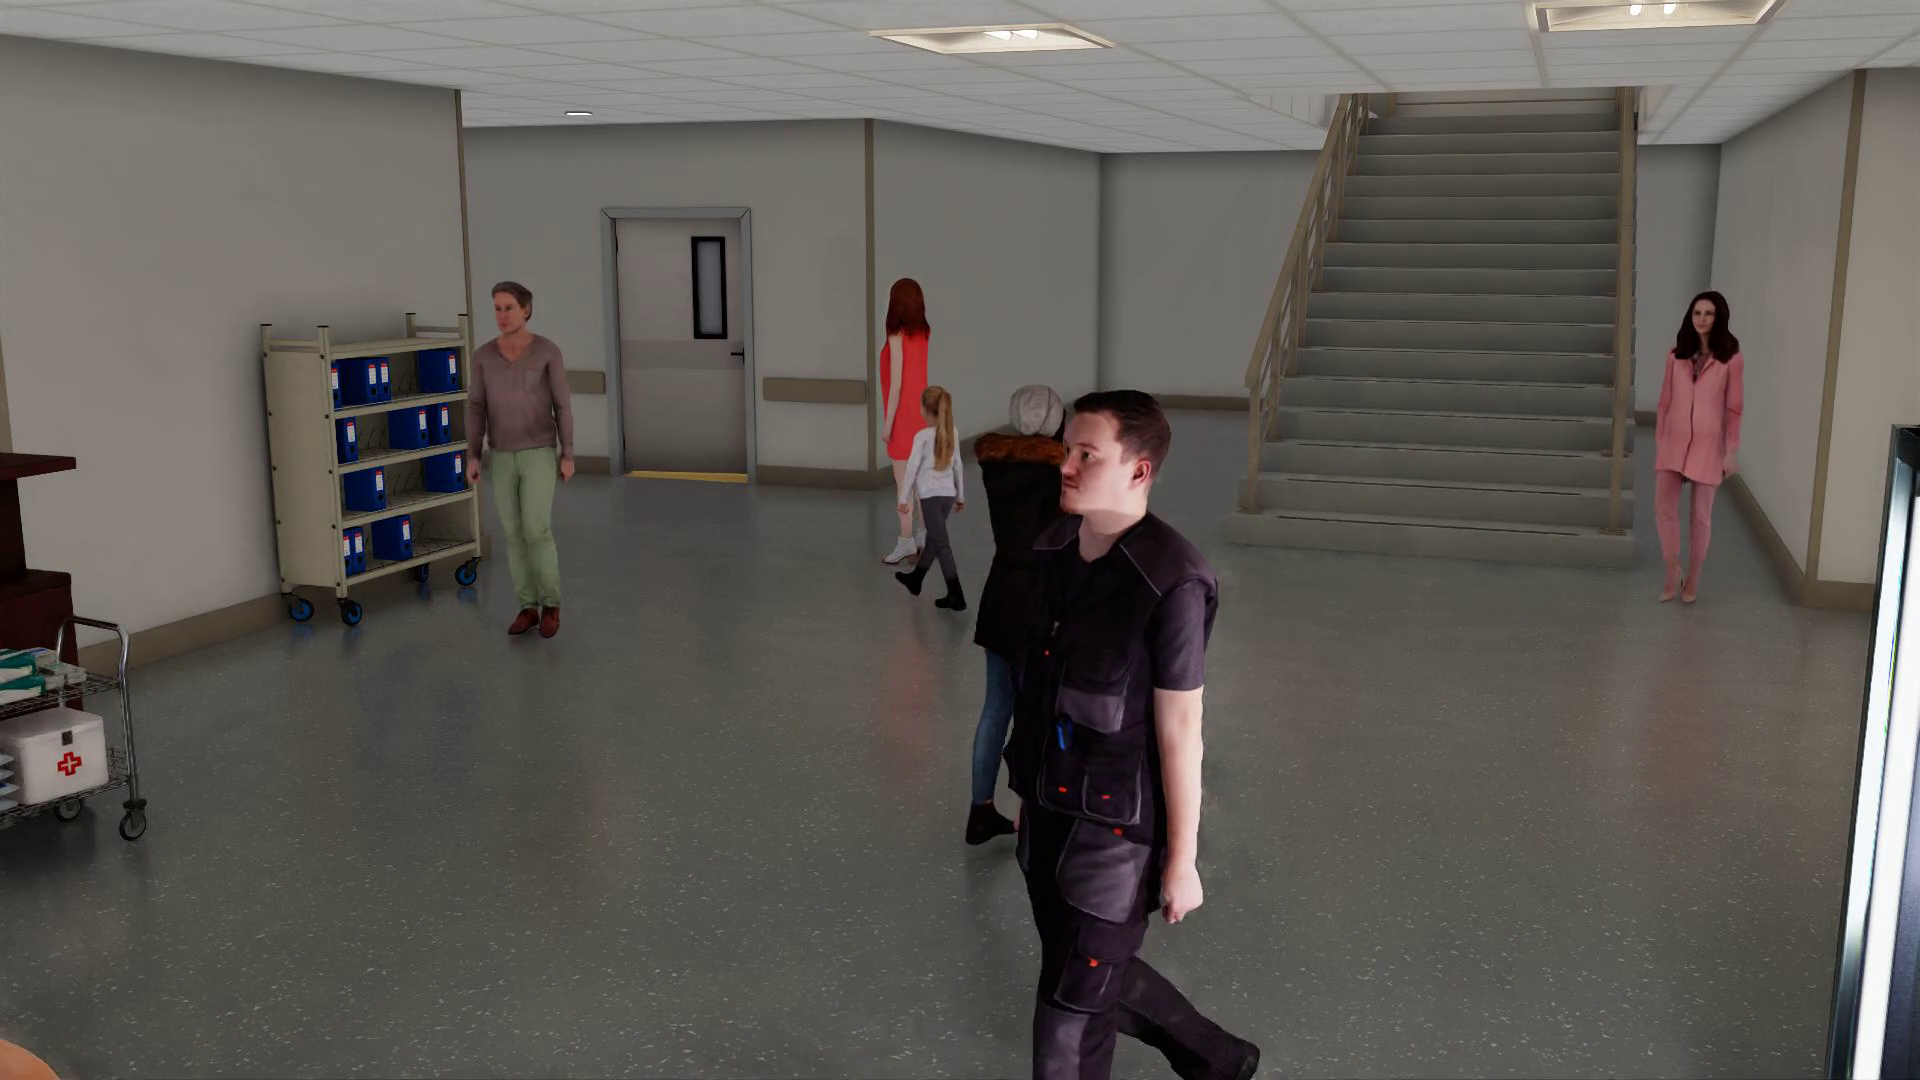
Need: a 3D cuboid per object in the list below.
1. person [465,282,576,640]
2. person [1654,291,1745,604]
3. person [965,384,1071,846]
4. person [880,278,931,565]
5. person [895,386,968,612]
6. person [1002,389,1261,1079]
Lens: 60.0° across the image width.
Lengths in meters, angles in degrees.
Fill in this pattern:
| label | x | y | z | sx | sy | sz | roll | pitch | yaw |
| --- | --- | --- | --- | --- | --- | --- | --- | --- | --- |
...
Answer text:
| label | x | y | z | sx | sy | sz | roll | pitch | yaw |
| --- | --- | --- | --- | --- | --- | --- | --- | --- | --- |
| person | -2.296 | -0.425 | 8.838 | 0.749 | 1.854 | 0.766 | 1 | 11 | 7 |
| person | 4.238 | -0.519 | 9.524 | 0.731 | 1.784 | 0.752 | 8 | 14 | 37 |
| person | 0.185 | 0.289 | 5.772 | 1.094 | 1.595 | 0.902 | -9 | 14 | -41 |
| person | -0.332 | -0.767 | 10.713 | 0.676 | 1.828 | 0.488 | 6 | 12 | 28 |
| person | -0.093 | -0.210 | 9.341 | 0.891 | 1.245 | 0.818 | -10 | 15 | -42 |
| person | 0.363 | 0.600 | 3.518 | 1.195 | 1.824 | 1.124 | -6 | 12 | -27 |
